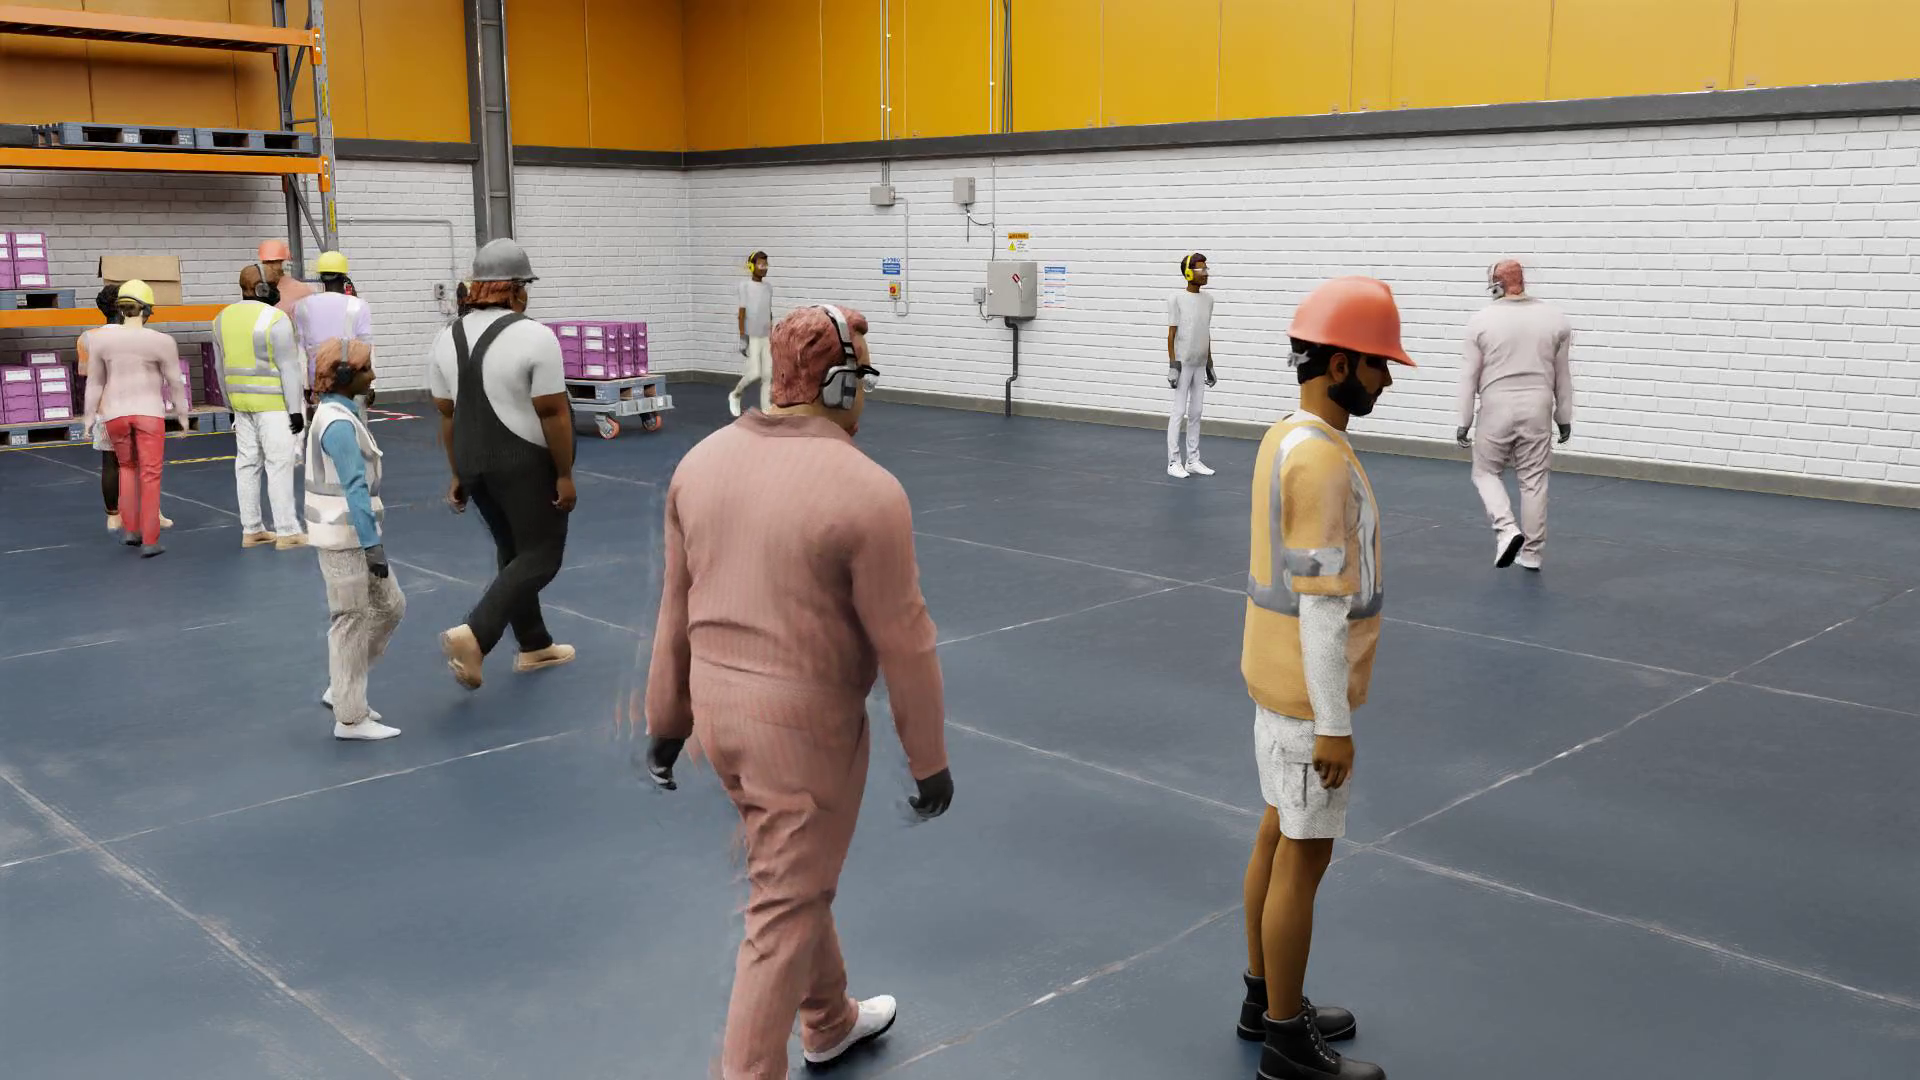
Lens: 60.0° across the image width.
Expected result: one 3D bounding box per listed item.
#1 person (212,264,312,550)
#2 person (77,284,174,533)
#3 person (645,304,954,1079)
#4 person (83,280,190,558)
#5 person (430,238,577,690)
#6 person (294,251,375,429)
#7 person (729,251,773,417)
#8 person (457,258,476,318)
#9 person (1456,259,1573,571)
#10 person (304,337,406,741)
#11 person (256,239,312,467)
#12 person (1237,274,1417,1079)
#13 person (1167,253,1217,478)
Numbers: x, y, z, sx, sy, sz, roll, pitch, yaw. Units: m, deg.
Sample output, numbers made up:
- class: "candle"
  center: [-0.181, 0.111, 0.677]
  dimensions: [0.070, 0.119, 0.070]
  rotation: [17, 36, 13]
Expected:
- class: "person"
  center: [-4.492, -0.857, 10.768]
  dimensions: [0.629, 1.840, 0.429]
  rotation: [4, 11, 23]
- class: "person"
  center: [-5.691, -0.886, 11.327]
  dimensions: [0.532, 1.693, 0.319]
  rotation: [0, 10, -1]
- class: "person"
  center: [-0.306, 0.415, 3.750]
  dimensions: [0.690, 1.866, 0.883]
  rotation: [9, 13, 39]
- class: "person"
  center: [-5.232, -0.775, 10.586]
  dimensions: [0.595, 1.736, 0.623]
  rotation: [-2, 11, -8]
- class: "person"
  center: [-2.044, -0.347, 7.433]
  dimensions: [0.690, 2.000, 0.825]
  rotation: [7, 12, 33]
- class: "person"
  center: [-4.752, -1.236, 12.661]
  dimensions: [0.587, 1.911, 0.577]
  rotation: [0, 10, 0]
- class: "person"
  center: [-2.216, -2.177, 17.945]
  dimensions: [0.609, 1.849, 0.531]
  rotation: [9, 14, 40]
- class: "person"
  center: [-5.506, -2.409, 19.344]
  dimensions: [0.650, 1.794, 0.850]
  rotation: [-7, 12, -32]
- class: "person"
  center: [3.339, -0.730, 9.972]
  dimensions: [0.732, 1.881, 0.510]
  rotation: [0, 10, 2]
- class: "person"
  center: [-2.407, 0.009, 6.622]
  dimensions: [0.371, 1.626, 0.529]
  rotation: [-3, 11, -16]
- class: "person"
  center: [-5.924, -1.606, 14.455]
  dimensions: [0.644, 1.979, 0.518]
  rotation: [0, 10, 1]
- class: "person"
  center: [0.861, 0.345, 3.958]
  dimensions: [0.373, 1.932, 0.542]
  rotation: [0, 10, 2]
- class: "person"
  center: [1.955, -1.466, 13.993]
  dimensions: [0.513, 1.877, 0.328]
  rotation: [-8, 13, -36]
